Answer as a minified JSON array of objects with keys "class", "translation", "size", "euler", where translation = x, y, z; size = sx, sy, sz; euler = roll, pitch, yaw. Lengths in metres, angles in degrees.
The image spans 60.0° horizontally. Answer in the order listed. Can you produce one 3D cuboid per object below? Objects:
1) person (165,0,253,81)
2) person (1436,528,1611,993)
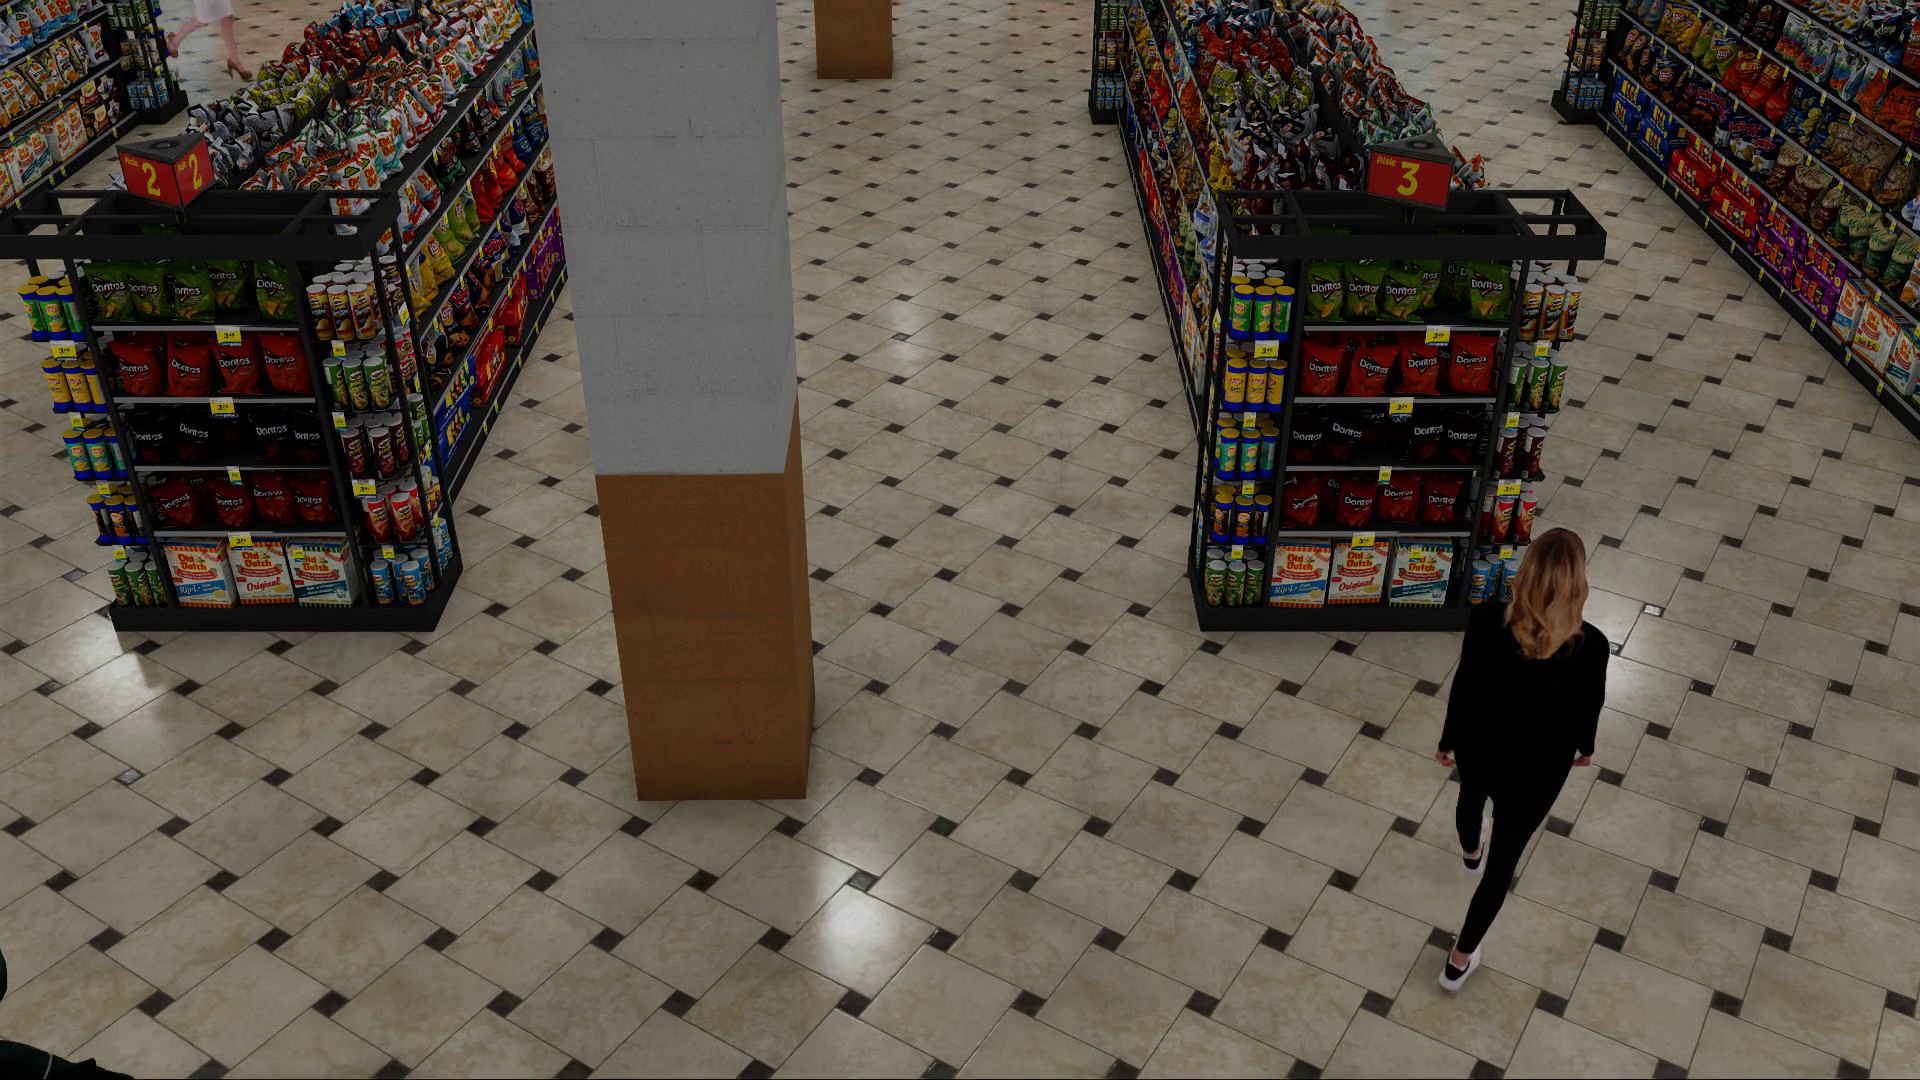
[{"class":"person","translation":[-6.912,-5.035,15.035],"size":[0.693,1.775,0.963],"euler":[3,32,5]},{"class":"person","translation":[1.840,0.811,5.649],"size":[0.970,1.767,1.176],"euler":[16,35,24]}]
